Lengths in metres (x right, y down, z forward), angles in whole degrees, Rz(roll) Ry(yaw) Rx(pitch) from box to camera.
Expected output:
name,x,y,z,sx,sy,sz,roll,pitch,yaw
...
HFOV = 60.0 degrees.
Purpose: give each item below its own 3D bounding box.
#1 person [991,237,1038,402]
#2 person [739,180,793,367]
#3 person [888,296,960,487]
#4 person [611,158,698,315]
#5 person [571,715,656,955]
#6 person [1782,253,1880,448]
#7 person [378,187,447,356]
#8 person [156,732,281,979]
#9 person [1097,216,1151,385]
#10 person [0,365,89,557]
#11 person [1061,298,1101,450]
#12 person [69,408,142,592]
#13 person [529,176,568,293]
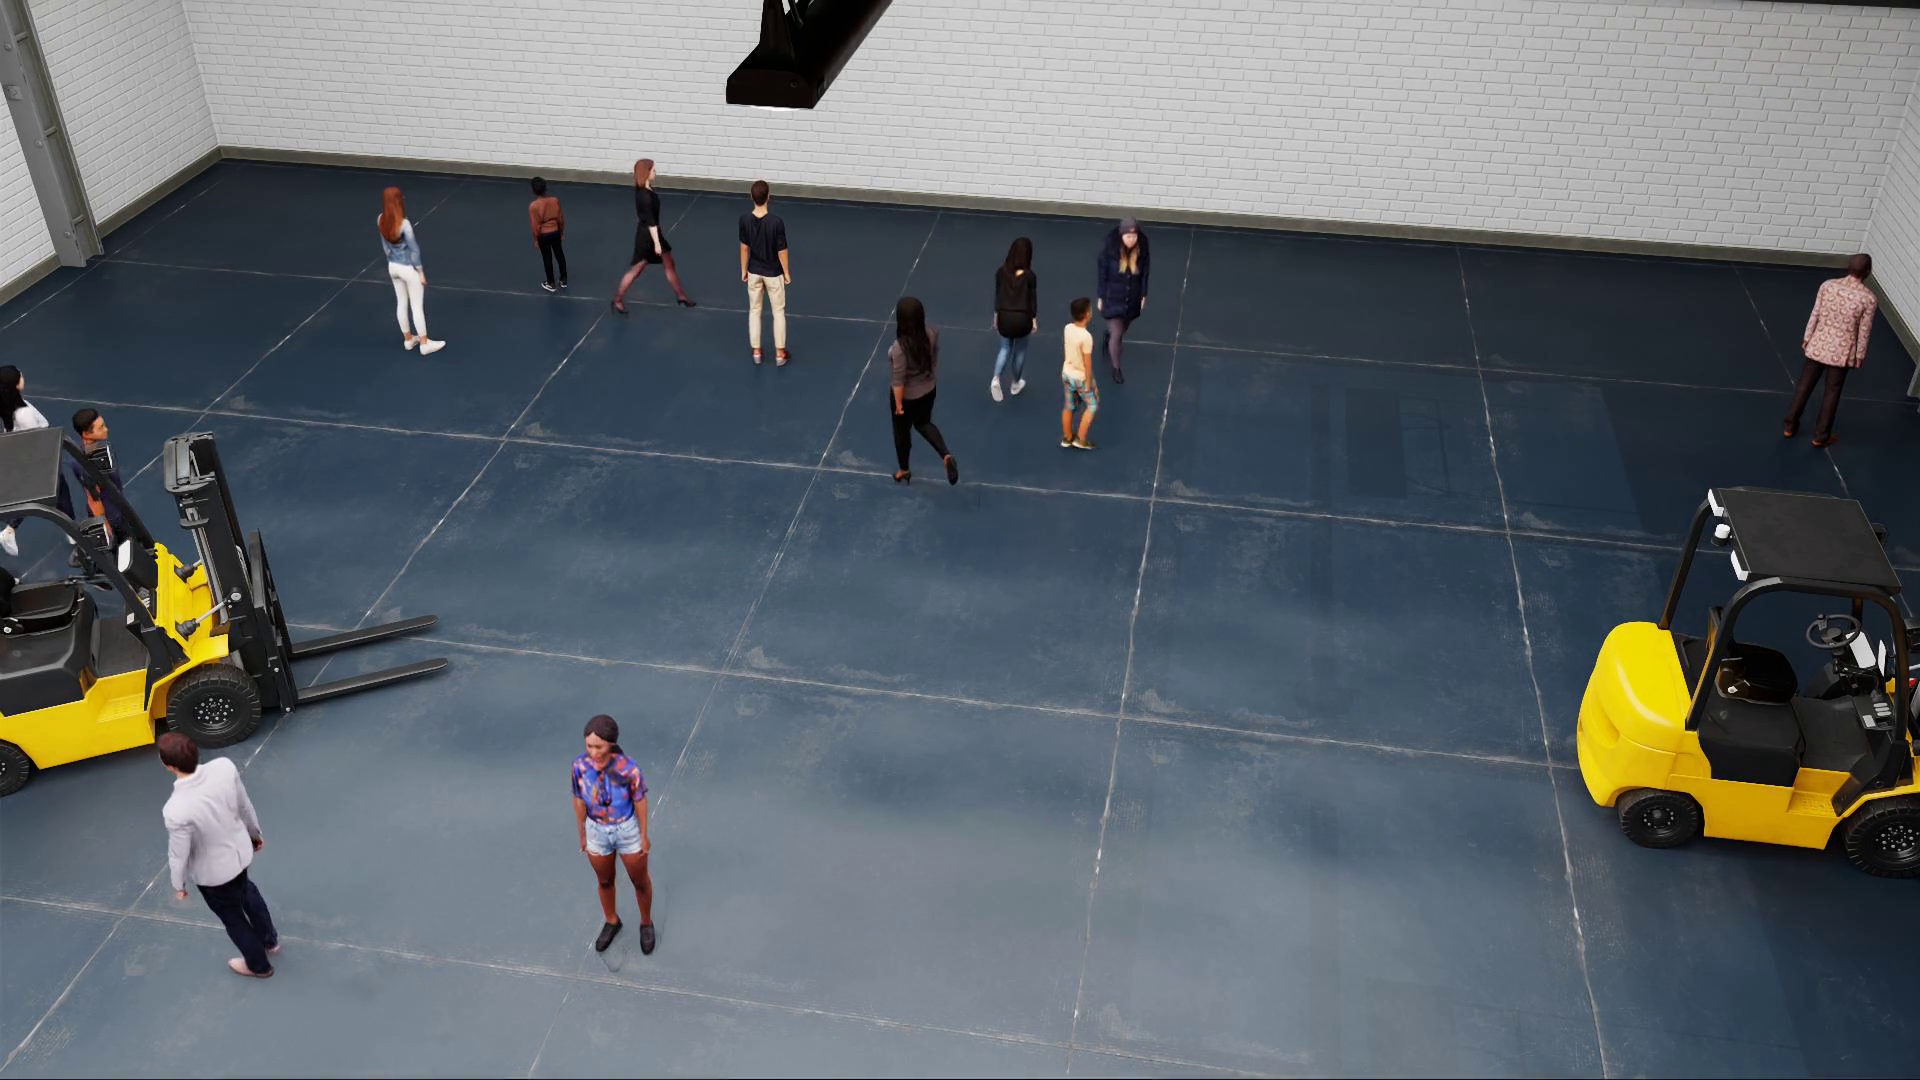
name,x,y,z,sx,sy,sz,roll,pitch,yaw
person,0.491,-2.024,15.526,0.650,1.624,0.919,10,35,15
person,-1.891,-2.595,16.181,0.635,1.851,0.544,7,34,10
person,-0.320,-1.194,14.097,1.004,1.824,1.033,-26,42,-34
person,-3.289,-3.044,17.041,0.981,1.647,1.138,-7,34,-10
person,-2.022,1.728,9.774,0.614,1.743,0.548,2,34,2
person,7.808,-1.711,14.891,0.807,1.807,0.781,-27,42,-34
person,-5.486,-2.657,16.410,0.675,1.702,0.640,19,38,26
person,-4.165,1.841,9.519,0.819,1.839,0.619,12,36,18
person,1.523,-2.371,16.027,0.912,1.650,1.143,-6,34,-9
person,-7.491,-0.605,13.340,0.870,1.681,1.066,21,39,29
person,1.002,-1.448,14.817,0.675,1.451,0.627,-26,41,-33
person,-6.571,-0.218,12.679,0.931,1.769,0.929,-9,35,-13
person,-4.395,-3.273,17.741,0.573,1.253,0.648,-25,41,-32
